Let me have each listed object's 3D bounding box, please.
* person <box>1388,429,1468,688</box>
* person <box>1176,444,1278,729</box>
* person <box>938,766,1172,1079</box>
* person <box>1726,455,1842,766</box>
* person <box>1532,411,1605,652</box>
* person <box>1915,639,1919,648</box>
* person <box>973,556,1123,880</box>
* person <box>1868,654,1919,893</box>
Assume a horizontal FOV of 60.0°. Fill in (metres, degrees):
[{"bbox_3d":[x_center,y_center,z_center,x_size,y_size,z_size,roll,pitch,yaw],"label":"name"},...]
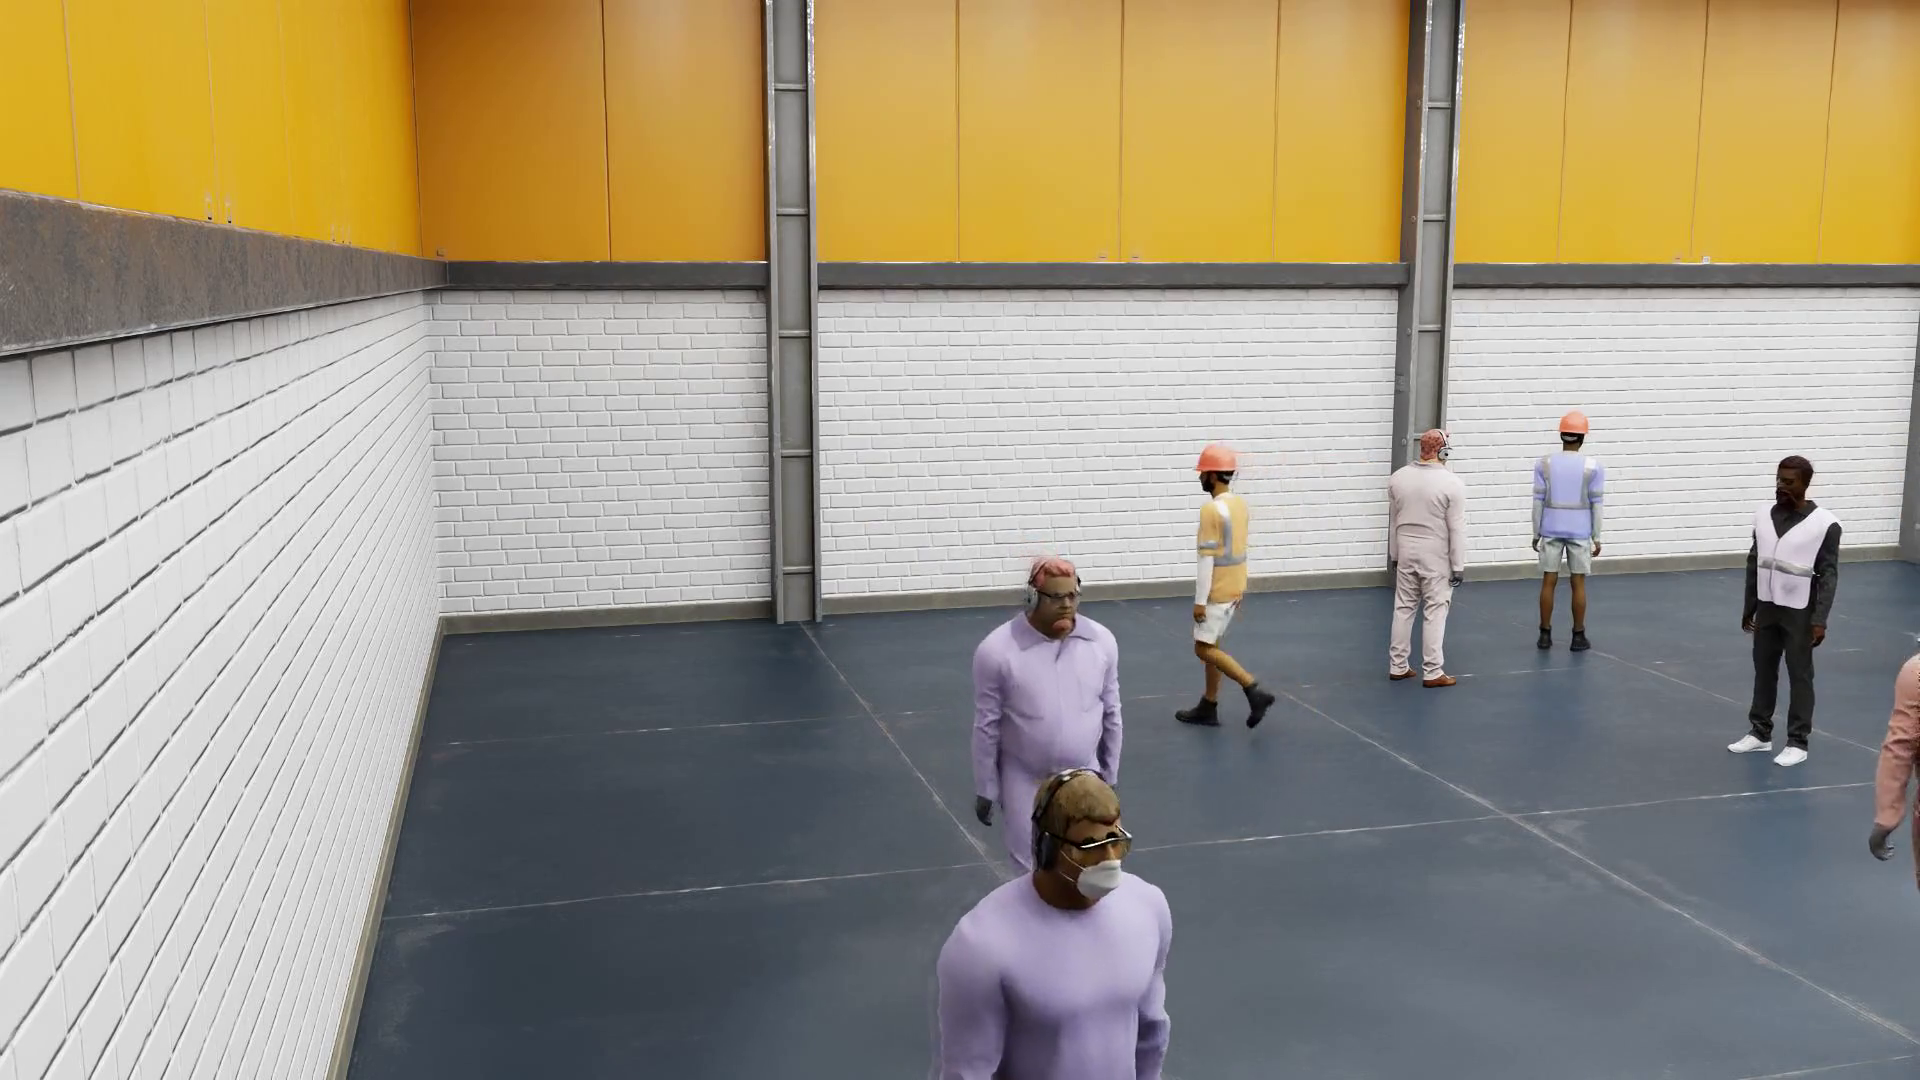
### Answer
[{"bbox_3d":[3.451,0.133,12.241,0.401,1.903,0.644,-8,12,-40],"label":"person"},{"bbox_3d":[1.772,0.328,10.973,0.665,1.916,0.556,6,11,31],"label":"person"},{"bbox_3d":[0.187,1.442,4.007,0.638,1.924,0.747,-6,11,-32],"label":"person"},{"bbox_3d":[5.139,0.430,10.326,0.395,1.917,0.610,-5,10,-27],"label":"person"},{"bbox_3d":[4.890,-0.072,13.395,0.551,1.934,0.373,5,10,27],"label":"person"},{"bbox_3d":[7.604,0.071,12.604,0.470,1.913,0.585,1,9,6],"label":"person"},{"bbox_3d":[0.353,0.976,7.043,0.655,1.892,0.723,-3,9,-17],"label":"person"},{"bbox_3d":[3.796,1.102,6.259,0.650,1.879,0.812,8,12,40],"label":"person"}]
